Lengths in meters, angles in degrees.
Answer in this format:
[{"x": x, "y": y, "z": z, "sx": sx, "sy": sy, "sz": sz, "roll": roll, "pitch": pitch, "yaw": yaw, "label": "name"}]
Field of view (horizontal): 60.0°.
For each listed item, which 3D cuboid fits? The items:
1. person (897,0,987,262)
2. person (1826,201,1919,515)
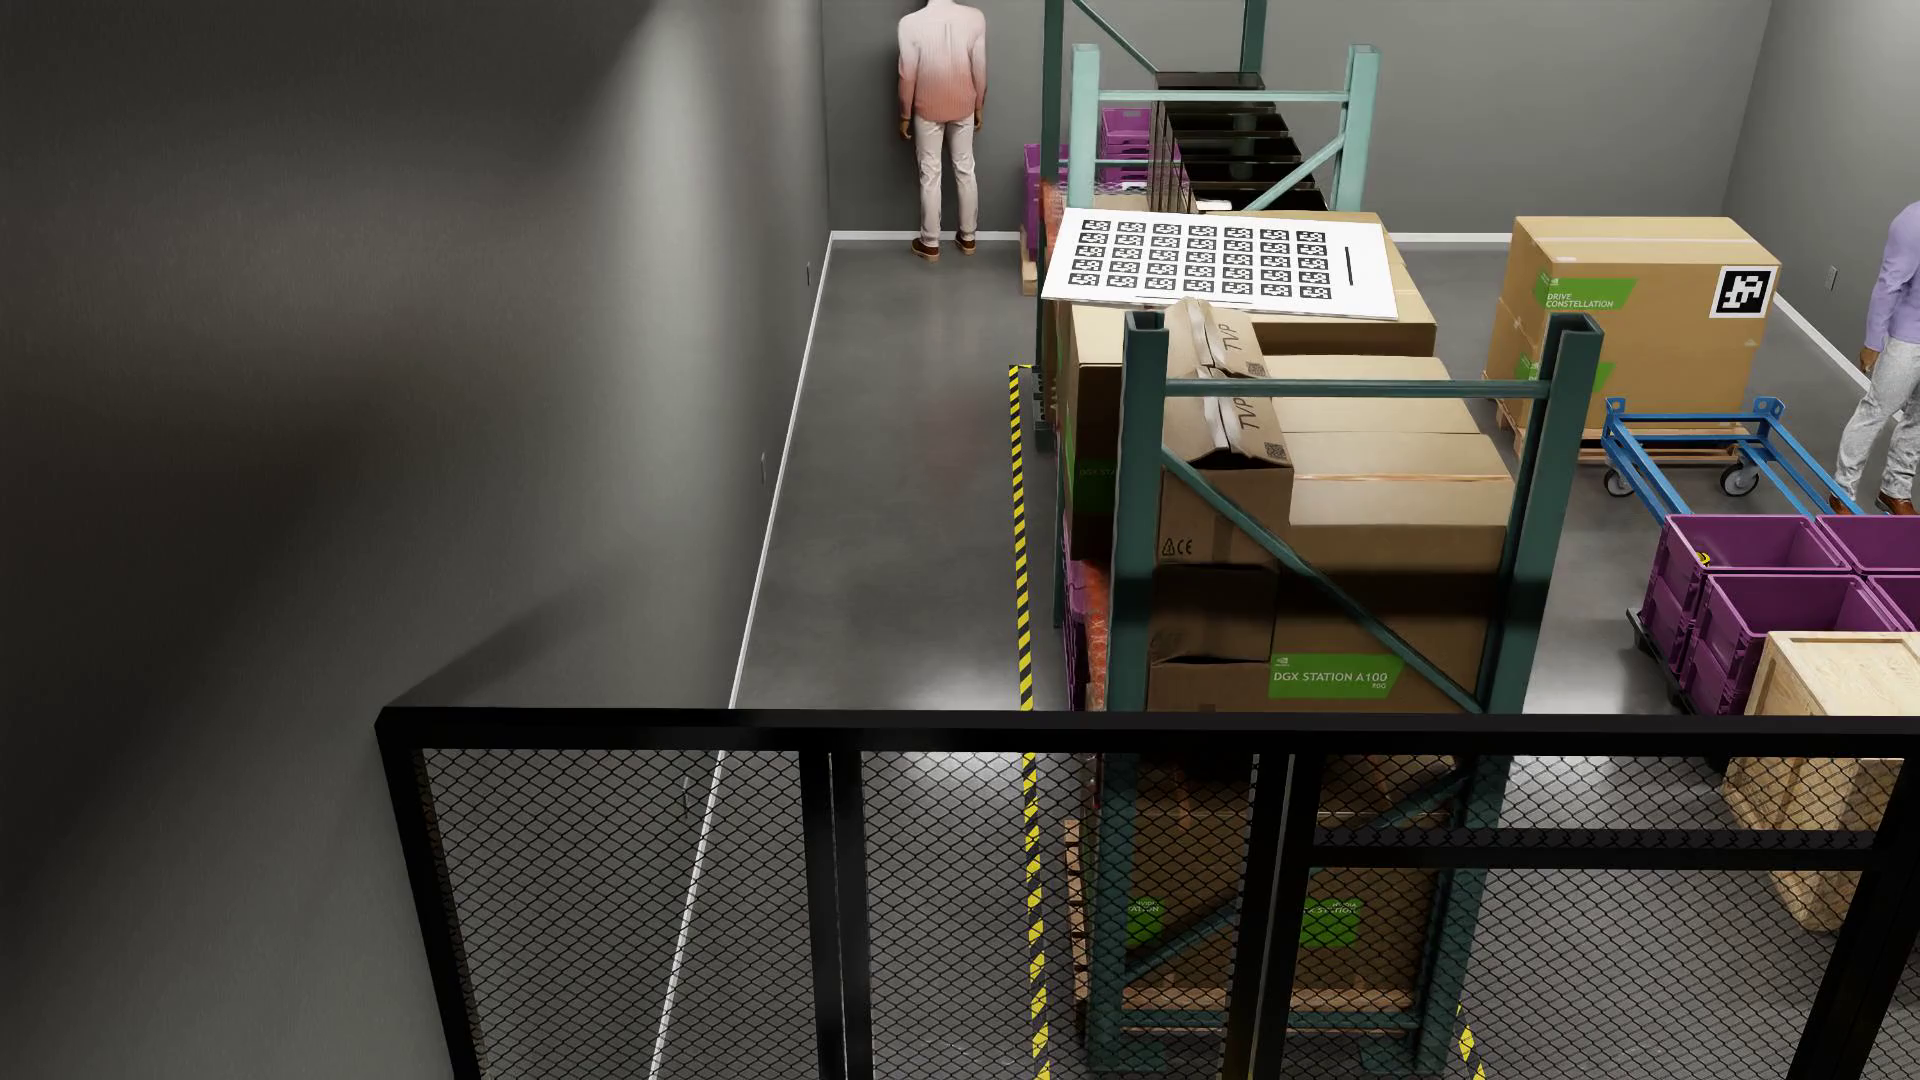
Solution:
[{"x": -0.124, "y": -2.814, "z": 10.835, "sx": 0.613, "sy": 1.995, "sz": 0.391, "roll": -11, "pitch": 33, "yaw": -18, "label": "person"}, {"x": 4.531, "y": -0.939, "z": 7.774, "sx": 0.636, "sy": 1.938, "sz": 0.355, "roll": -1, "pitch": 31, "yaw": -2, "label": "person"}]
